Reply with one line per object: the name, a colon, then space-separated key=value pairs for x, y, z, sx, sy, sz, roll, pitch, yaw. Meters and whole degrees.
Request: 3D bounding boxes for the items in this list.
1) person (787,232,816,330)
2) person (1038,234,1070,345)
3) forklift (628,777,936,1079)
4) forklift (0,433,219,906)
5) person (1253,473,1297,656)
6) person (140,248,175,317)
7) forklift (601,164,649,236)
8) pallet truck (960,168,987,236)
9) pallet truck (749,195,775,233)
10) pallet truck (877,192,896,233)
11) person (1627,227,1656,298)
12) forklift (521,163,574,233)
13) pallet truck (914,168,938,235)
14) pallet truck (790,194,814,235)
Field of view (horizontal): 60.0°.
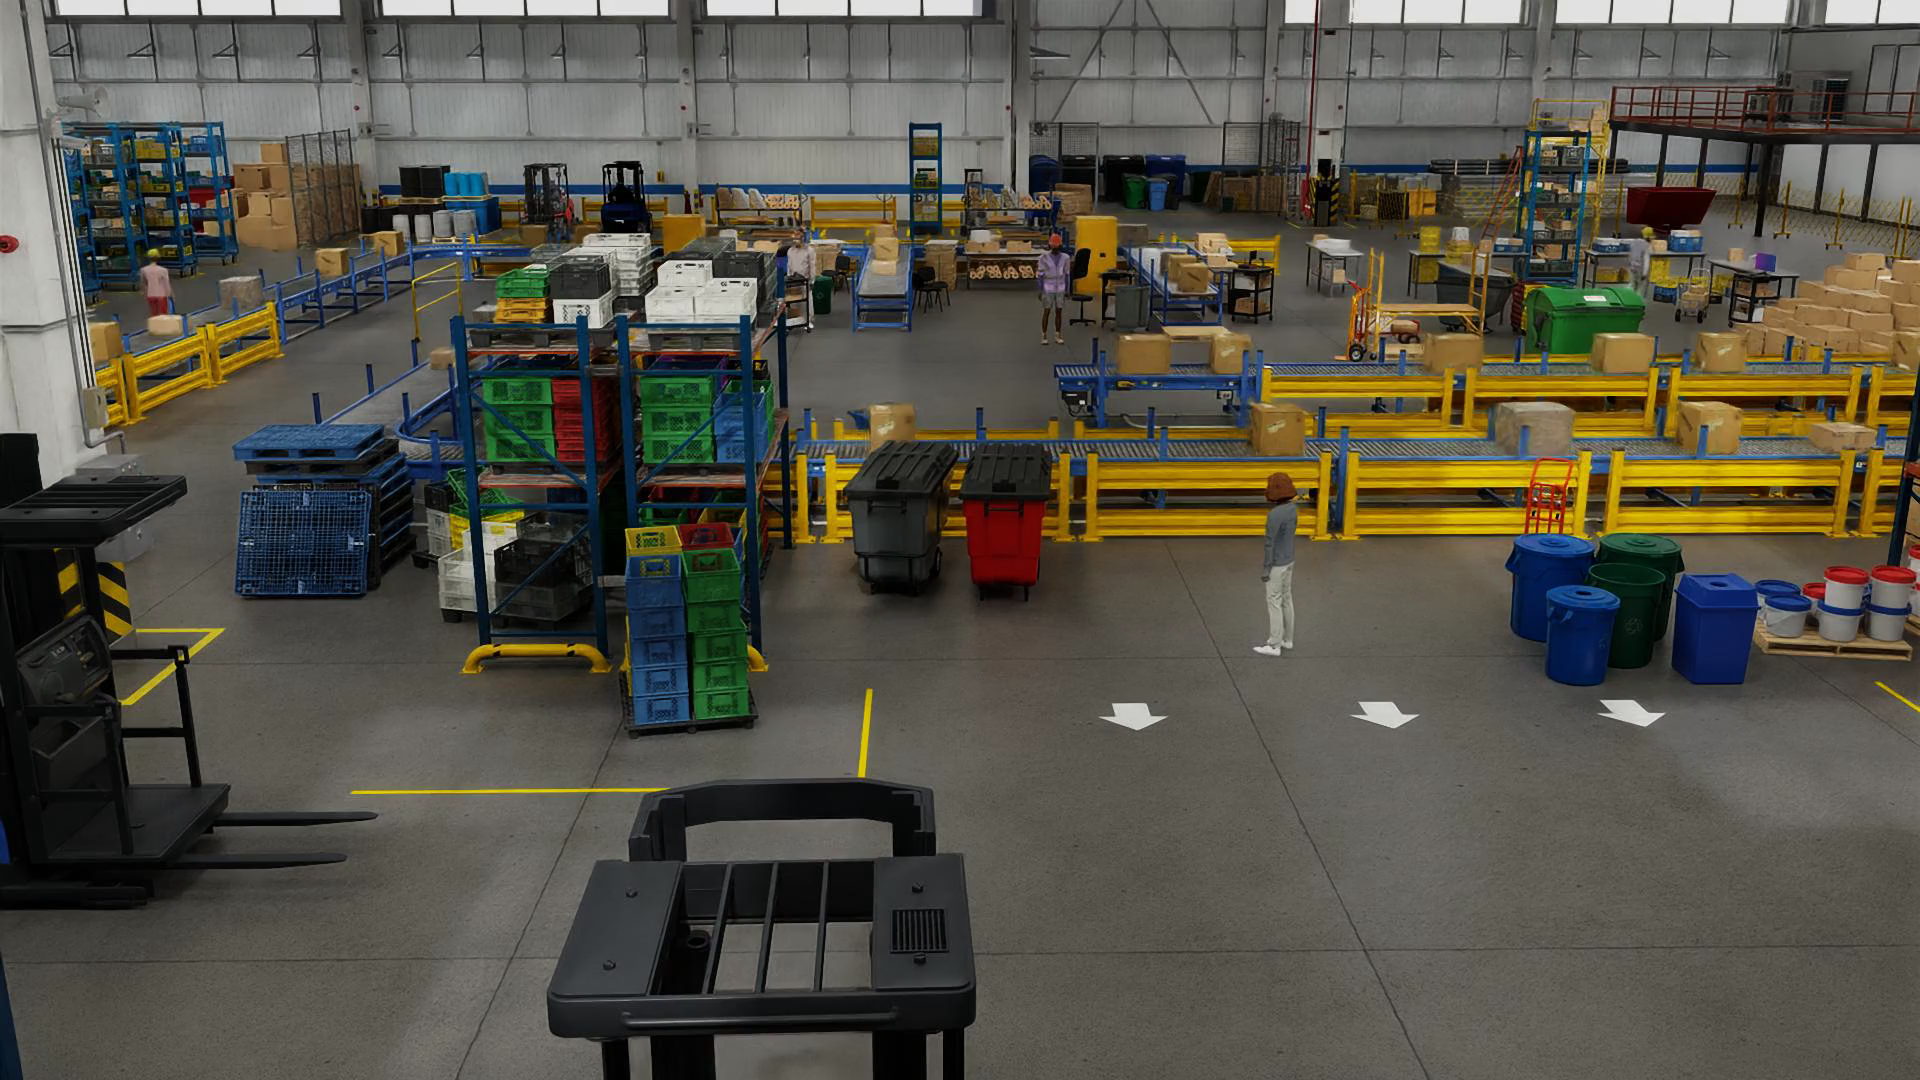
person: x=-3.105 y=-5.043 z=32.364 sx=0.637 sy=1.900 sz=0.404 roll=8 pitch=18 yaw=25
person: x=1.739 y=-4.596 z=30.547 sx=0.615 sy=2.039 sz=0.387 roll=-4 pitch=16 yaw=-12
forklift: x=-0.542 y=2.165 z=5.552 sx=1.129 sy=2.768 sz=1.873 roll=-1 pitch=16 yaw=-2
forklift: x=-5.952 y=0.780 z=10.366 sx=1.873 sy=2.768 sz=1.129 roll=0 pitch=16 yaw=-1
person: x=2.791 y=0.208 z=14.592 sx=0.281 sy=1.624 sz=0.493 roll=10 pitch=19 yaw=31
person: x=-14.819 y=-4.509 z=30.761 sx=0.551 sy=1.752 sz=0.369 roll=0 pitch=16 yaw=1
forklift: x=-9.948 y=-10.127 z=49.296 sx=1.157 sy=1.987 sz=2.680 roll=-1 pitch=16 yaw=-3
pallet truck: x=0.383 y=-10.230 z=50.206 sx=0.823 sy=1.965 sz=1.885 roll=-1 pitch=16 yaw=-3
pallet truck: x=-6.051 y=-9.967 z=50.660 sx=0.680 sy=1.201 sz=1.601 roll=0 pitch=16 yaw=-1
pallet truck: x=-2.277 y=-9.986 z=50.594 sx=0.653 sy=1.274 sz=1.630 roll=0 pitch=16 yaw=-1
person: x=14.190 y=-5.657 z=34.724 sx=0.636 sy=1.769 sz=0.613 roll=-9 pitch=18 yaw=-27
forklift: x=-12.233 y=-10.122 z=49.298 sx=1.157 sy=1.987 sz=2.680 roll=0 pitch=16 yaw=-1
pallet truck: x=-0.989 y=-10.316 z=50.507 sx=0.823 sy=1.965 sz=1.885 roll=1 pitch=16 yaw=3
pallet truck: x=-4.814 y=-9.883 z=50.259 sx=0.704 sy=1.261 sz=1.522 roll=-1 pitch=16 yaw=-3
